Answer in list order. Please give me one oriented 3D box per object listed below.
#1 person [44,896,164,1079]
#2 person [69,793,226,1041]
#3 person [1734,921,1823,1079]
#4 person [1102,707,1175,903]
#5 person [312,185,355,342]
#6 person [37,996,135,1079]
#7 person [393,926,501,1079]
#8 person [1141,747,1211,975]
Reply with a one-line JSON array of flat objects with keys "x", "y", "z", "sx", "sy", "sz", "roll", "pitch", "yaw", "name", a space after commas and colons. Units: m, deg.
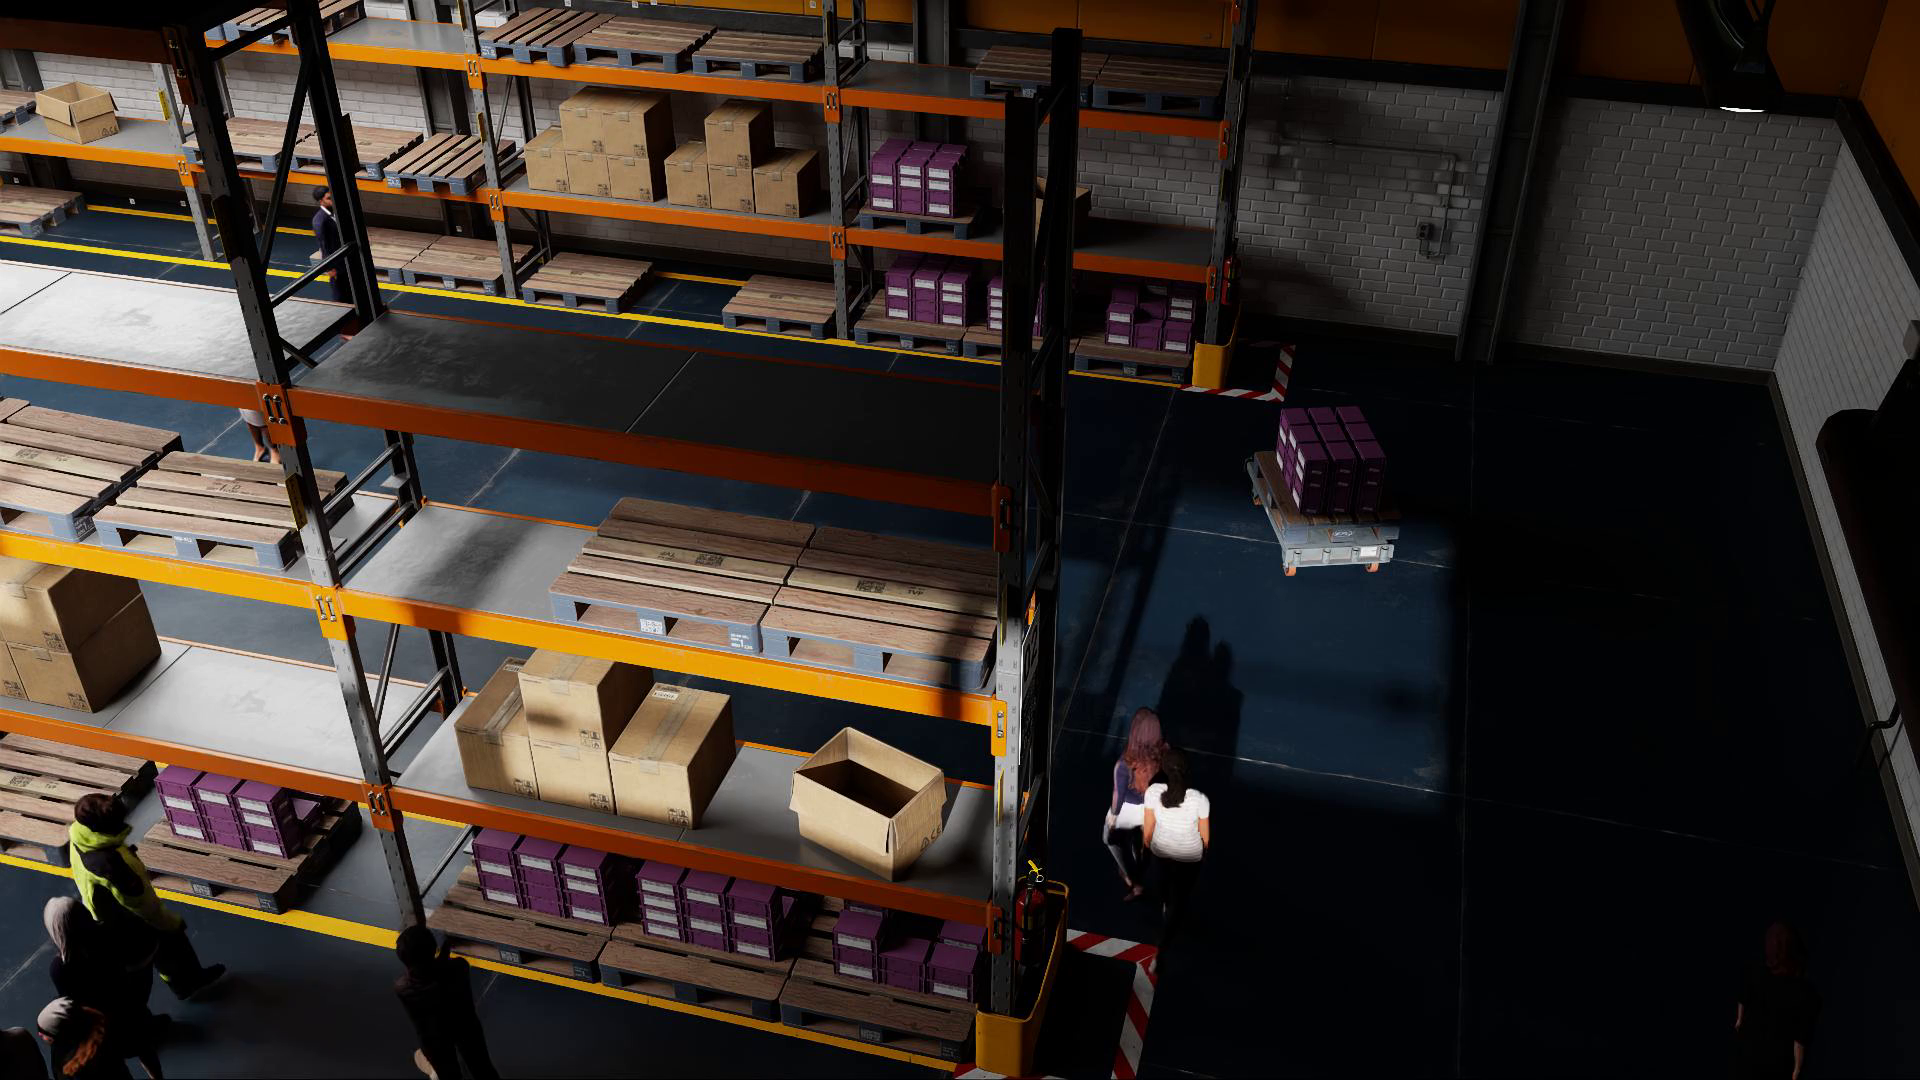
[{"x": -4.799, "y": 2.657, "z": 9.349, "sx": 0.573, "sy": 1.743, "sz": 0.611, "roll": 11, "pitch": 35, "yaw": 16, "name": "person"}, {"x": -4.987, "y": 2.272, "z": 9.749, "sx": 1.136, "sy": 1.941, "sz": 1.101, "roll": -28, "pitch": 42, "yaw": -35, "name": "person"}, {"x": 4.425, "y": 2.851, "z": 9.122, "sx": 0.810, "sy": 1.671, "sz": 0.707, "roll": -18, "pitch": 38, "yaw": -25, "name": "person"}, {"x": 1.179, "y": 1.772, "z": 10.808, "sx": 0.799, "sy": 1.601, "sz": 0.858, "roll": -16, "pitch": 37, "yaw": -23, "name": "person"}, {"x": -6.692, "y": -2.988, "z": 17.856, "sx": 0.557, "sy": 1.727, "sz": 0.645, "roll": 6, "pitch": 34, "yaw": 8, "name": "person"}, {"x": -4.534, "y": 3.005, "z": 8.943, "sx": 0.994, "sy": 1.612, "sz": 0.901, "roll": -13, "pitch": 36, "yaw": -19, "name": "person"}, {"x": -2.896, "y": 2.684, "z": 9.397, "sx": 0.927, "sy": 1.645, "sz": 0.966, "roll": 14, "pitch": 36, "yaw": 20, "name": "person"}, {"x": 1.335, "y": 2.012, "z": 10.445, "sx": 1.043, "sy": 1.603, "sz": 0.759, "roll": 16, "pitch": 37, "yaw": 22, "name": "person"}]
